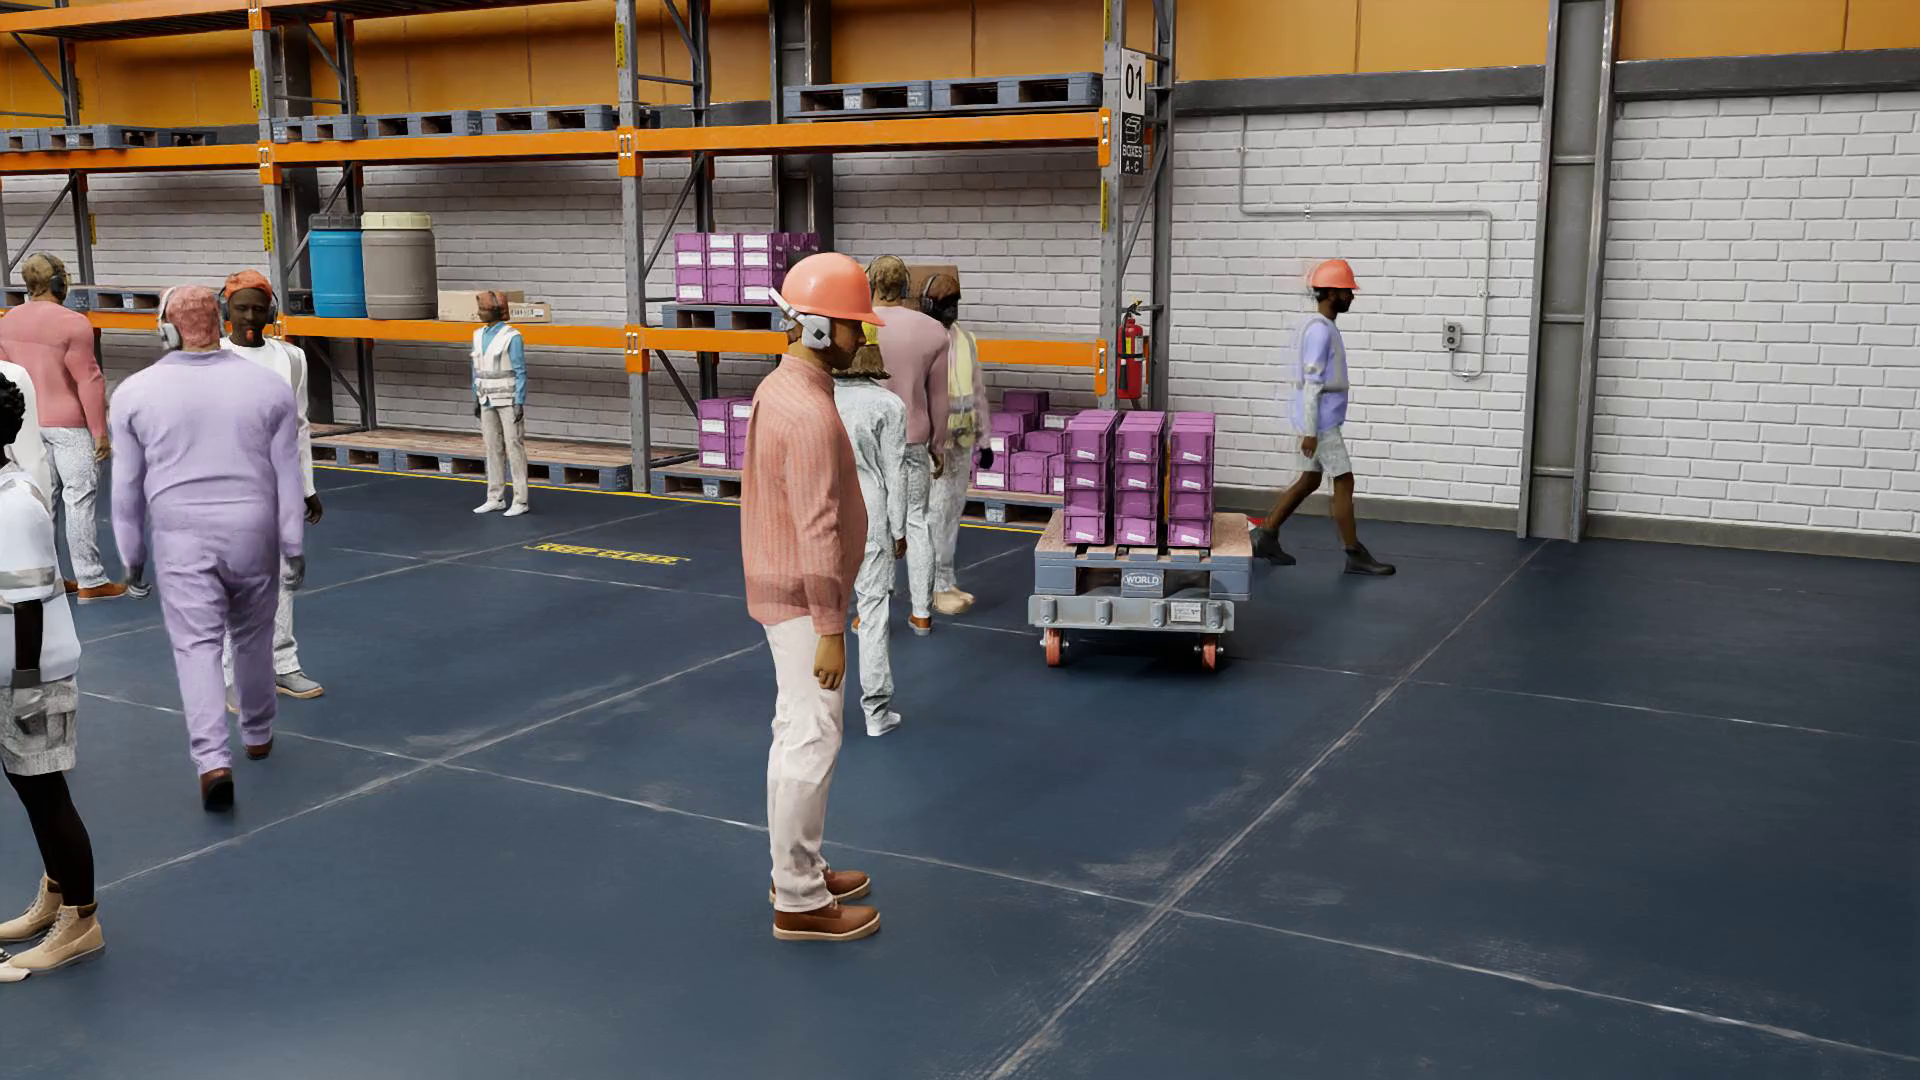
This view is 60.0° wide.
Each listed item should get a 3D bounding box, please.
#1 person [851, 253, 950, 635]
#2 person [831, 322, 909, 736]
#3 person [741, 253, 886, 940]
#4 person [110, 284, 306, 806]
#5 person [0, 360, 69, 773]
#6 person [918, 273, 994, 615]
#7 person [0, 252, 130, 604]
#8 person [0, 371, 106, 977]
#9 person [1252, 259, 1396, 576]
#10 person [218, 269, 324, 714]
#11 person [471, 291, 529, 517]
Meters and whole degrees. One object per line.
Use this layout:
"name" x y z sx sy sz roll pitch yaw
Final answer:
"person" -0.360 -0.458 8.391 0.630 1.928 0.369 -3 11 -17
"person" -0.433 -0.069 6.796 0.485 1.737 0.320 4 11 19
"person" -0.415 0.177 4.786 0.411 1.979 0.625 -3 11 -15
"person" -2.737 0.000 6.091 0.640 1.863 0.976 -5 11 -26
"person" -3.605 -0.010 6.053 0.573 1.885 0.357 -3 11 -15
"person" -0.072 -0.521 9.003 0.664 1.823 0.548 -9 14 -41
"person" -4.966 -0.607 9.183 0.632 1.940 0.372 3 11 16
"person" -2.616 0.356 4.591 0.320 1.695 0.534 -8 13 -39
"person" 2.183 -0.739 10.027 0.893 1.903 0.558 3 11 14
"person" -3.029 -0.212 7.162 0.359 1.884 0.573 7 13 35
"person" -3.342 -0.985 12.082 0.516 1.636 0.314 7 13 34
